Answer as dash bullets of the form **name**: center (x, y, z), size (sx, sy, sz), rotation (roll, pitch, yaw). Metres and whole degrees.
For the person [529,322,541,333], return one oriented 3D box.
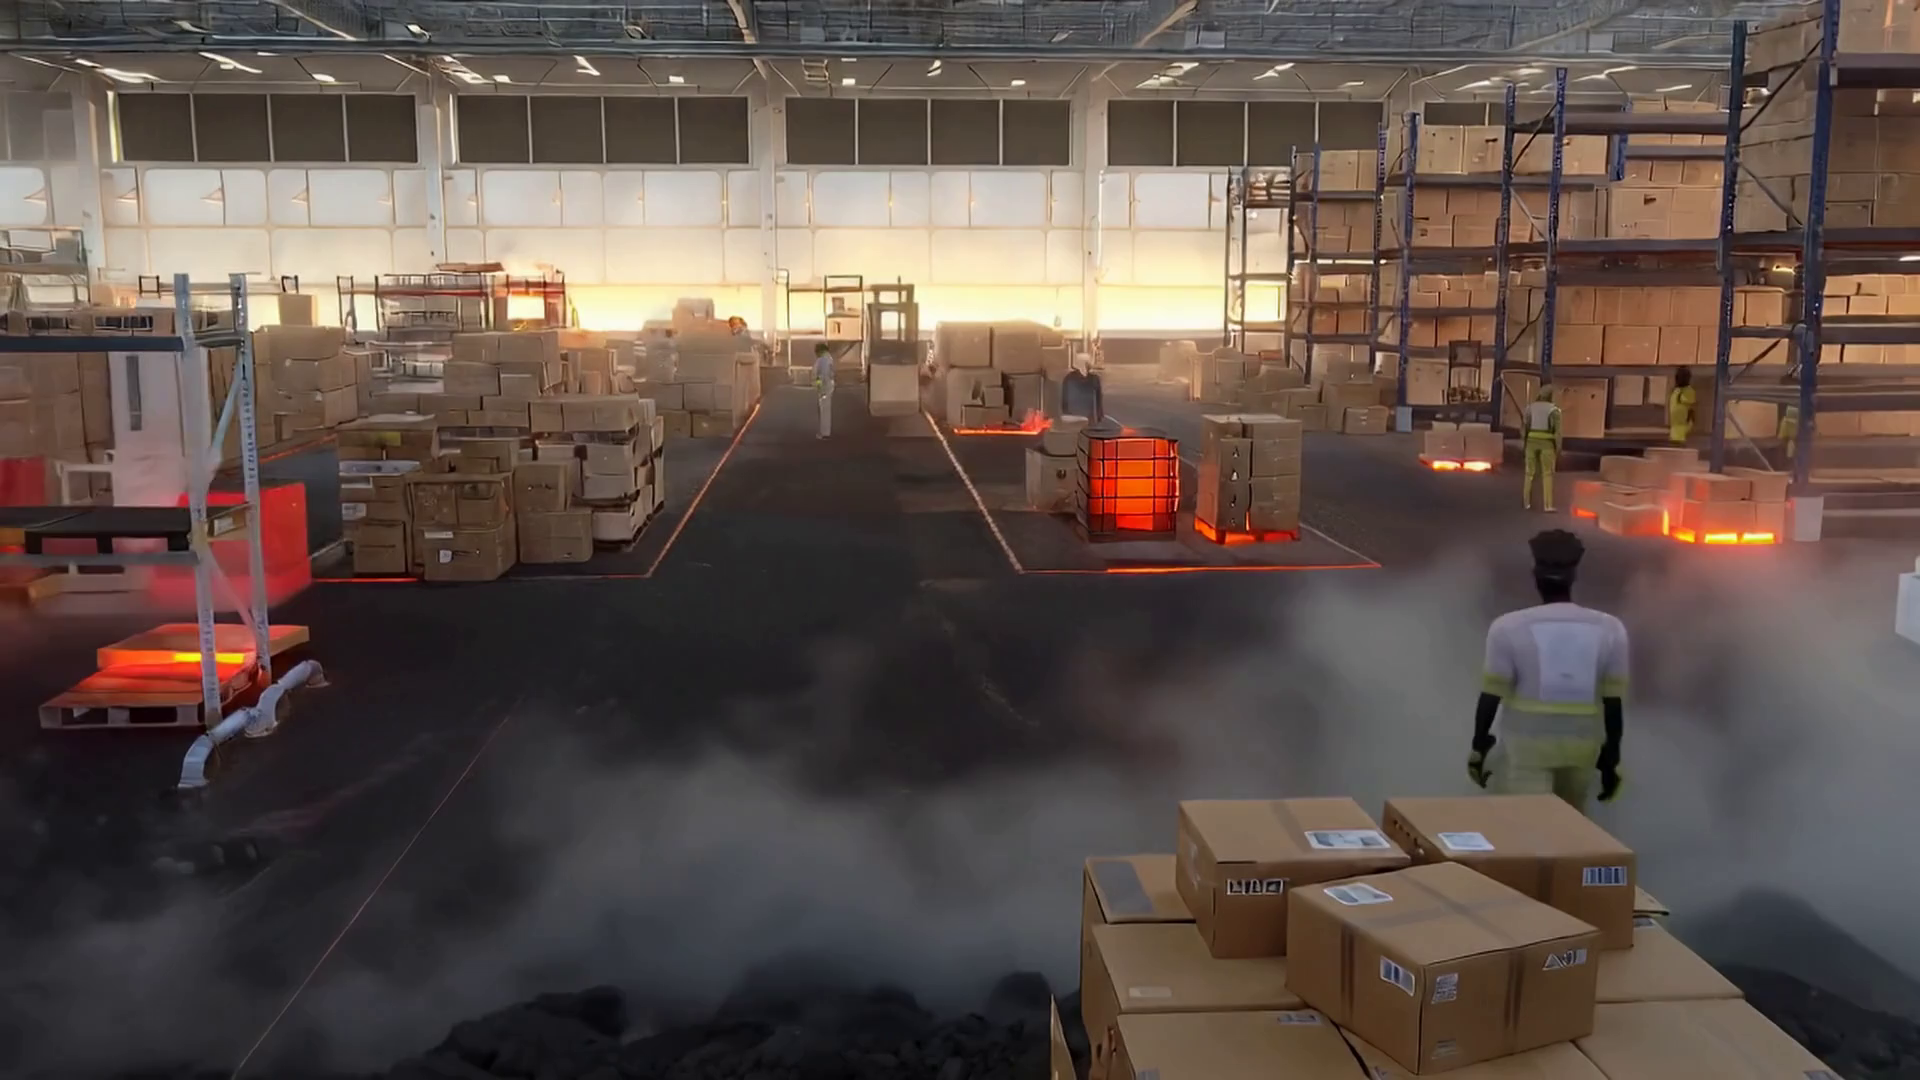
- **person**: center (-9.908, -4.124, 38.879), size (0.544, 1.938, 0.356), rotation (5, 10, 30)

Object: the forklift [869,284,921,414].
- **forklift**: center (-1.438, -4.192, 36.351), size (1.129, 2.768, 1.873), rotation (-1, 9, -4)

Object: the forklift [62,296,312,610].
- **forklift**: center (-7.114, -0.830, 15.241), size (1.873, 2.768, 1.129), rotation (-1, 9, -4)

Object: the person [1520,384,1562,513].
- **person**: center (7.416, -1.169, 21.261), size (0.515, 1.638, 0.315), rotation (7, 11, 36)

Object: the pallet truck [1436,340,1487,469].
- **pallet truck**: center (8.004, -2.170, 26.422), size (0.823, 1.965, 1.885), rotation (2, 9, 14)

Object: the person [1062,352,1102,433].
- **person**: center (1.800, -1.816, 24.517), size (0.643, 1.904, 0.918), rotation (-6, 11, -31)

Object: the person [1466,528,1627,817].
- **person**: center (2.556, 0.895, 7.387), size (0.610, 1.922, 0.948), rotation (-1, 9, -4)

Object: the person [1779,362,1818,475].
- **person**: center (11.083, -1.395, 21.885), size (0.966, 1.900, 0.558), rotation (0, 9, -2)

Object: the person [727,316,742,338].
- **person**: center (-5.698, -4.657, 42.040), size (0.395, 1.994, 0.612), rotation (1, 9, 7)

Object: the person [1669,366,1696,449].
- **person**: center (10.723, -1.741, 24.706), size (0.404, 1.680, 0.544), rotation (0, 9, 0)

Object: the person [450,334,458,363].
- **person**: center (-11.797, -3.974, 38.788), size (0.858, 1.652, 0.540), rotation (-4, 10, -24)

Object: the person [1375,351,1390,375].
- **person**: center (8.989, -3.369, 35.112), size (0.611, 1.622, 0.525), rotation (-2, 9, -10)

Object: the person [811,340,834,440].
- **person**: center (-2.539, -2.772, 30.701), size (0.430, 1.840, 0.622), rotation (-1, 9, -9)
